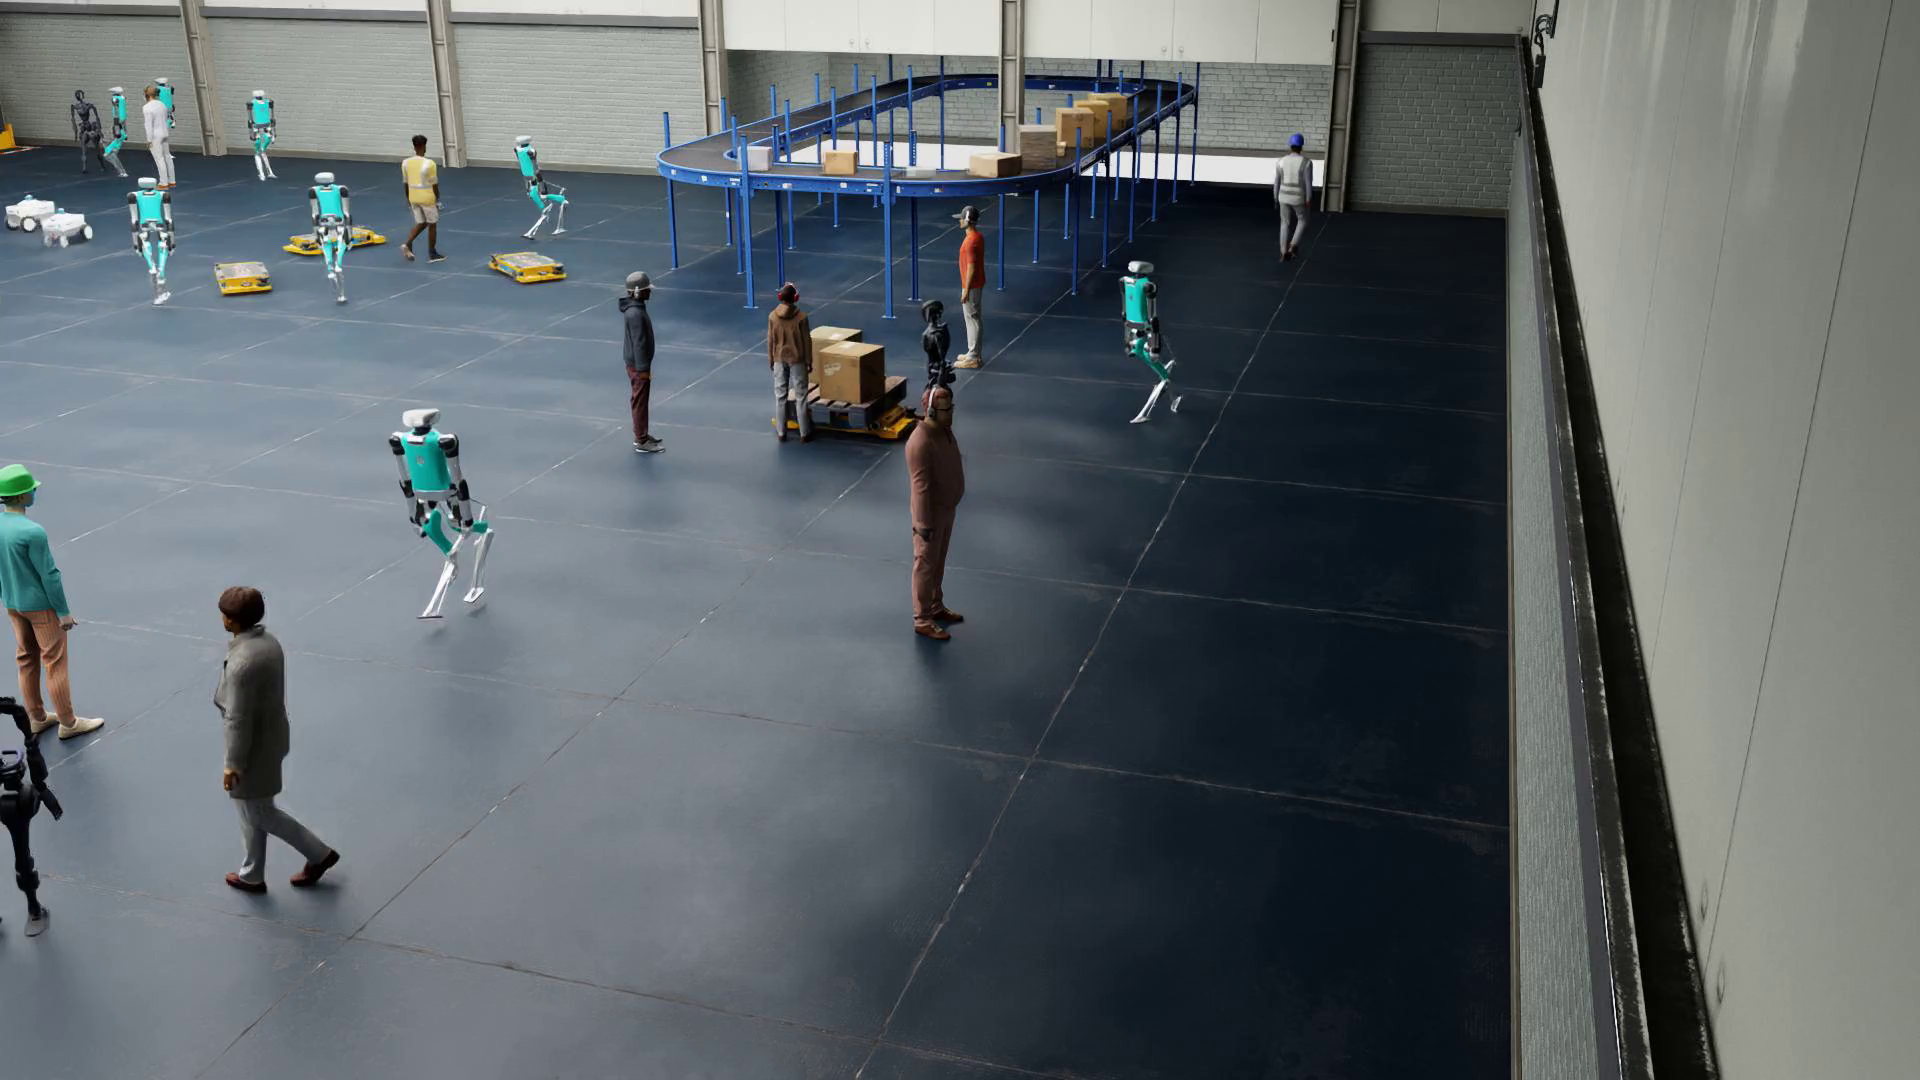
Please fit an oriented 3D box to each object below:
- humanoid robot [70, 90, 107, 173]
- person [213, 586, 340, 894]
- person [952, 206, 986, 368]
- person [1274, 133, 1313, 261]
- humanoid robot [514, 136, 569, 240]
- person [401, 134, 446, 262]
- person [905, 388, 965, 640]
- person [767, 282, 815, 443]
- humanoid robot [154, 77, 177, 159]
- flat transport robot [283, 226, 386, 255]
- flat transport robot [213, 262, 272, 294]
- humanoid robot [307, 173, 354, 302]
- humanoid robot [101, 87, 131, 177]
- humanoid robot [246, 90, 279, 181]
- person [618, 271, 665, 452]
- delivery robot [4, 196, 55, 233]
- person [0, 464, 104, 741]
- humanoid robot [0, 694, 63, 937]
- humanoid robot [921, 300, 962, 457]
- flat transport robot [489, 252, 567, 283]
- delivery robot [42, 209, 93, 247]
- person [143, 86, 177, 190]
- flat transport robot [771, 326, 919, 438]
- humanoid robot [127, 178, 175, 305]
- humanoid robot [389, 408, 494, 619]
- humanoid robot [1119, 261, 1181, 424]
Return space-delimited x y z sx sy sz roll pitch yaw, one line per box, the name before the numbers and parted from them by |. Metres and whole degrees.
humanoid robot | -17.693 -8.282 33.755 0.611 1.640 0.717 -1 21 -3
person | -3.842 1.120 9.149 0.629 1.798 0.561 -4 21 -11
person | 0.102 -2.987 19.646 0.389 1.912 0.477 4 21 9
person | 5.095 -5.225 25.416 0.635 1.929 0.458 13 25 30
humanoid robot | -6.713 -5.687 26.913 1.015 1.727 0.535 -19 28 -40
person | -8.200 -5.158 25.244 0.596 1.940 0.639 10 23 24
person | -0.165 -0.214 12.458 0.407 1.910 0.636 7 22 17
person | -1.727 -1.795 16.906 0.459 1.650 0.317 4 21 9
humanoid robot | -16.806 -8.834 34.865 0.735 1.677 0.533 6 22 16
flat transport robot | -9.991 -4.778 26.569 0.659 0.231 1.431 15 26 34
flat transport robot | -10.375 -3.795 24.020 0.659 0.231 1.431 -10 23 -25
humanoid robot | -8.601 -4.079 22.724 0.551 1.785 0.765 -2 21 -5
humanoid robot | -16.904 -8.091 33.200 0.660 1.854 0.532 -3 21 -7
humanoid robot | -13.825 -8.000 32.822 0.531 1.744 0.745 -18 28 -39
person | -3.198 -1.789 16.669 0.365 1.814 0.538 -4 22 -11
delivery robot | -15.677 -5.491 28.043 0.499 0.609 0.805 11 23 25
person | -6.046 0.409 10.887 0.528 1.872 0.360 8 22 19
humanoid robot | -5.068 1.356 8.705 0.615 1.652 0.416 -7 22 -17
humanoid robot | -0.200 -1.537 16.225 0.512 1.638 0.611 -5 22 -13
flat transport robot | -6.426 -4.053 24.690 0.659 0.231 1.431 -14 25 -32
delivery robot | -14.470 -5.055 26.899 0.499 0.601 0.788 2 21 6
person | -15.338 -7.684 31.799 0.365 1.932 0.623 3 21 7
flat transport robot | -1.206 -1.309 17.573 1.431 0.231 0.659 7 22 17
humanoid robot | -10.829 -3.969 22.416 0.560 1.728 0.981 -11 24 -27
humanoid robot | -3.905 -0.234 12.727 0.540 1.729 0.977 4 22 11
humanoid robot | 2.129 -2.090 17.626 0.906 1.822 0.548 -13 25 -31
